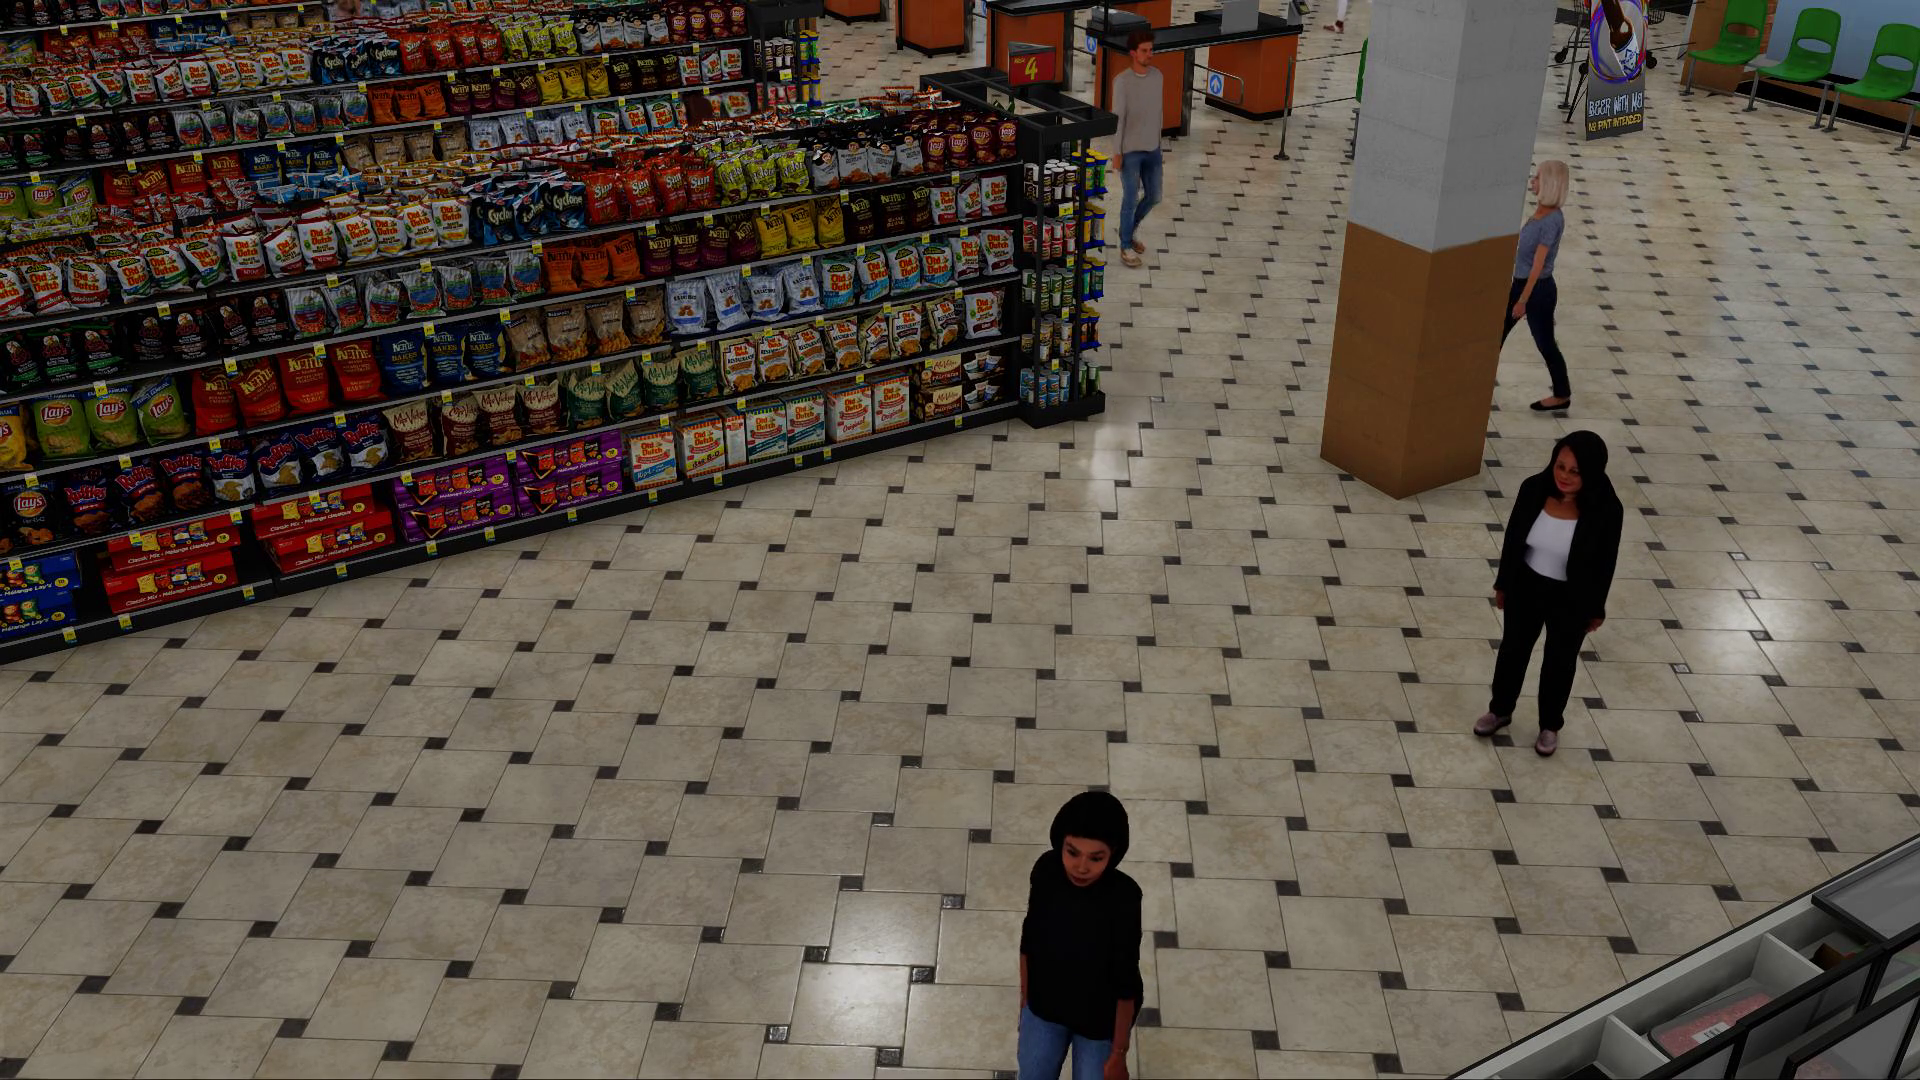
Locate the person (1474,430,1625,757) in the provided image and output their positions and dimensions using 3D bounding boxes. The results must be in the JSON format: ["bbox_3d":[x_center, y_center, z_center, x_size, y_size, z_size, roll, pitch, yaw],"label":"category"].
[{"bbox_3d":[2.674,0.230,7.499,0.764,1.613,0.782,17,33,28],"label":"person"}]

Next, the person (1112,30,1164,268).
[{"bbox_3d":[1.384,-3.170,13.439,0.597,1.888,0.732,-16,33,-27],"label":"person"}]

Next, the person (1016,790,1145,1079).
[{"bbox_3d":[0.407,1.442,5.209,0.710,1.679,0.771,13,31,23],"label":"person"}]

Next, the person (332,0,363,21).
[{"bbox_3d":[-5.454,-4.241,15.632,0.952,1.666,0.884,10,30,17],"label":"person"}]

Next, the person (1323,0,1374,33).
[{"bbox_3d":[5.156,-7.388,21.358,1.068,1.703,1.008,7,29,12],"label":"person"}]
